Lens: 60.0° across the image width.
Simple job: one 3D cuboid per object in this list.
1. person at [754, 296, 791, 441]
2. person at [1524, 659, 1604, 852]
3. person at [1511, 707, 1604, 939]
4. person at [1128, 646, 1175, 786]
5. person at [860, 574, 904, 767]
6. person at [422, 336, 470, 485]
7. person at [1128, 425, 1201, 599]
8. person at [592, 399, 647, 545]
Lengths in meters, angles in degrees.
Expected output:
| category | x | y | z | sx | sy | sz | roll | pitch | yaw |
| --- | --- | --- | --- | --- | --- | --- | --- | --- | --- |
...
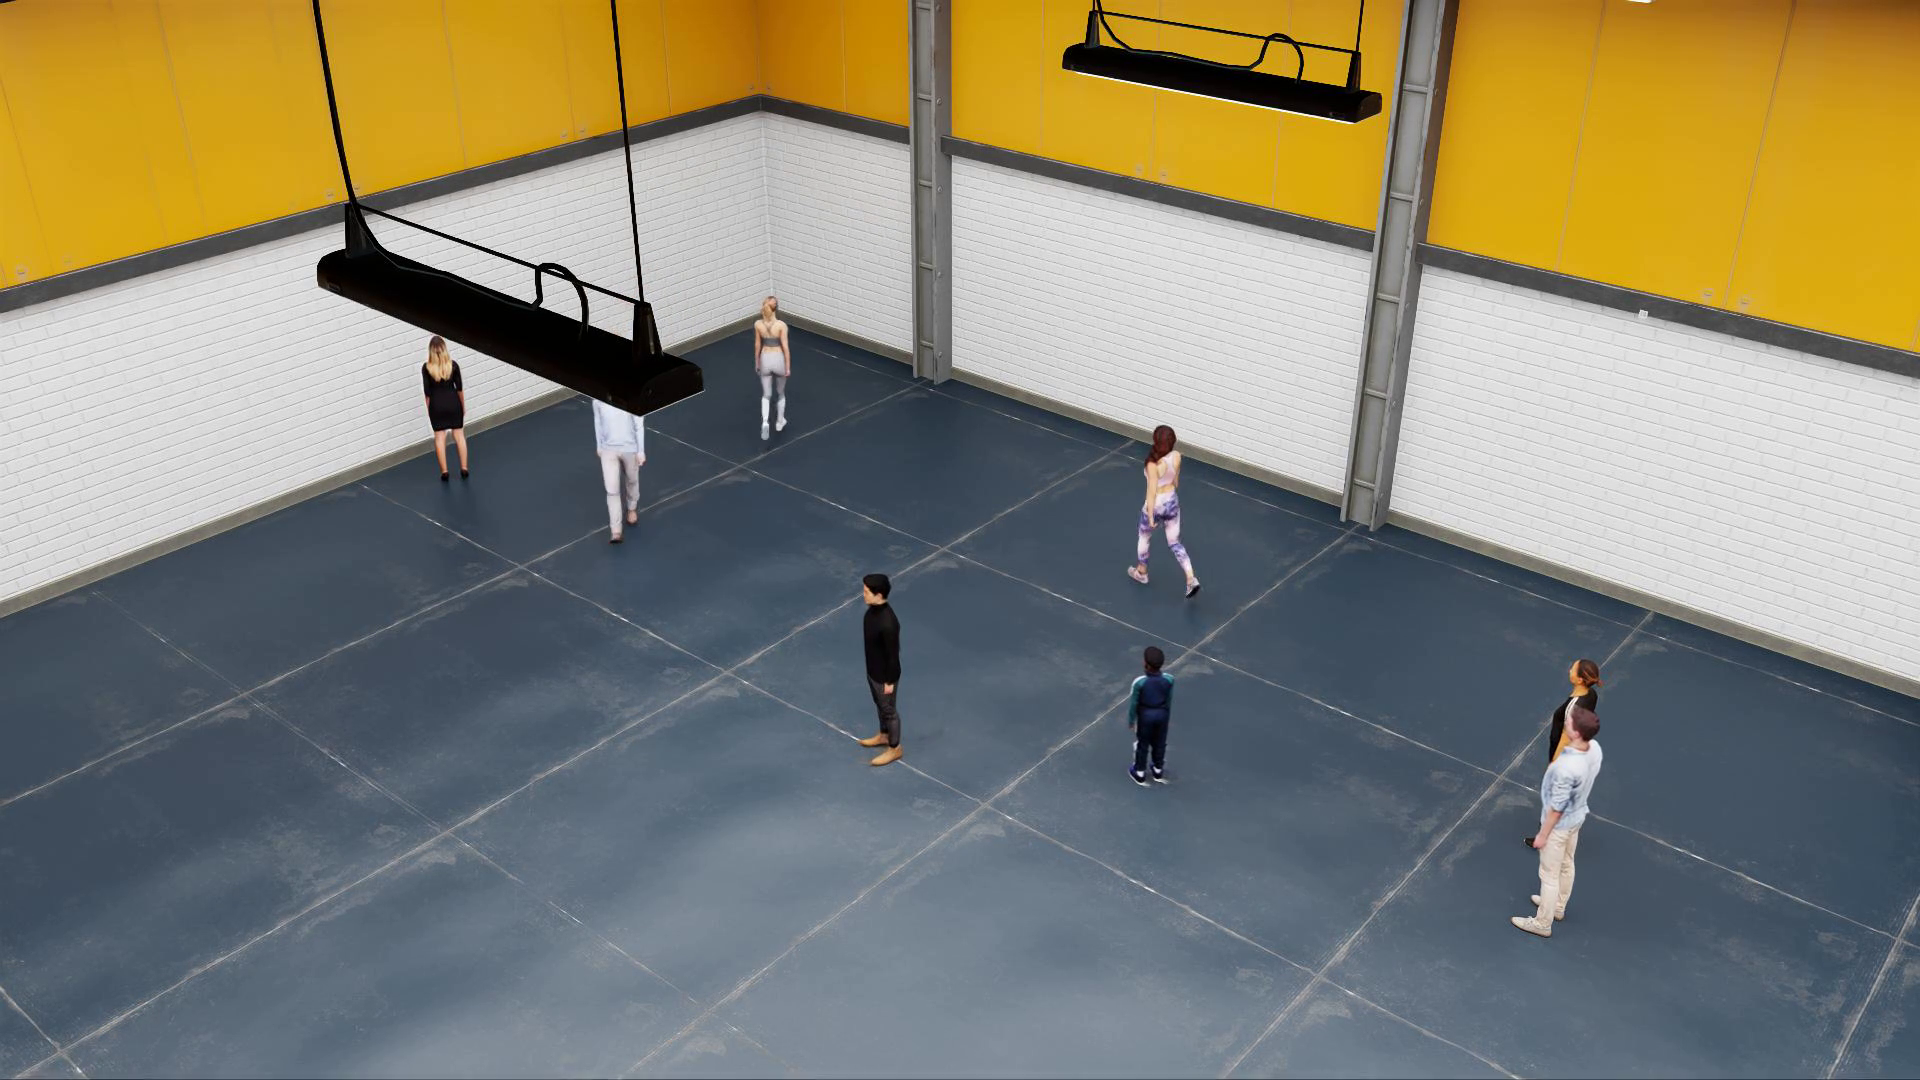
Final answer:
| category | x | y | z | sx | sy | sz | roll | pitch | yaw |
| --- | --- | --- | --- | --- | --- | --- | --- | --- | --- |
| person | -2.159 | -1.942 | 18.947 | 0.988 | 1.684 | 0.951 | 4 | 29 | 7 |
| person | 4.562 | 1.606 | 12.459 | 0.497 | 1.669 | 0.573 | 22 | 36 | 35 |
| person | 4.216 | 1.961 | 11.621 | 0.665 | 1.847 | 0.570 | -25 | 38 | -38 |
| person | 1.530 | 1.398 | 13.271 | 0.583 | 1.256 | 0.632 | -5 | 29 | -10 |
| person | -0.627 | 1.023 | 13.470 | 0.783 | 1.723 | 0.653 | -9 | 30 | -17 |
| person | -5.557 | -1.408 | 17.978 | 0.616 | 1.675 | 0.618 | -10 | 30 | -18 |
| person | 1.980 | -0.254 | 15.793 | 0.844 | 1.742 | 1.208 | -17 | 33 | -28 |
| person | -3.449 | -0.941 | 16.945 | 1.173 | 1.845 | 1.258 | -3 | 29 | -6 |
